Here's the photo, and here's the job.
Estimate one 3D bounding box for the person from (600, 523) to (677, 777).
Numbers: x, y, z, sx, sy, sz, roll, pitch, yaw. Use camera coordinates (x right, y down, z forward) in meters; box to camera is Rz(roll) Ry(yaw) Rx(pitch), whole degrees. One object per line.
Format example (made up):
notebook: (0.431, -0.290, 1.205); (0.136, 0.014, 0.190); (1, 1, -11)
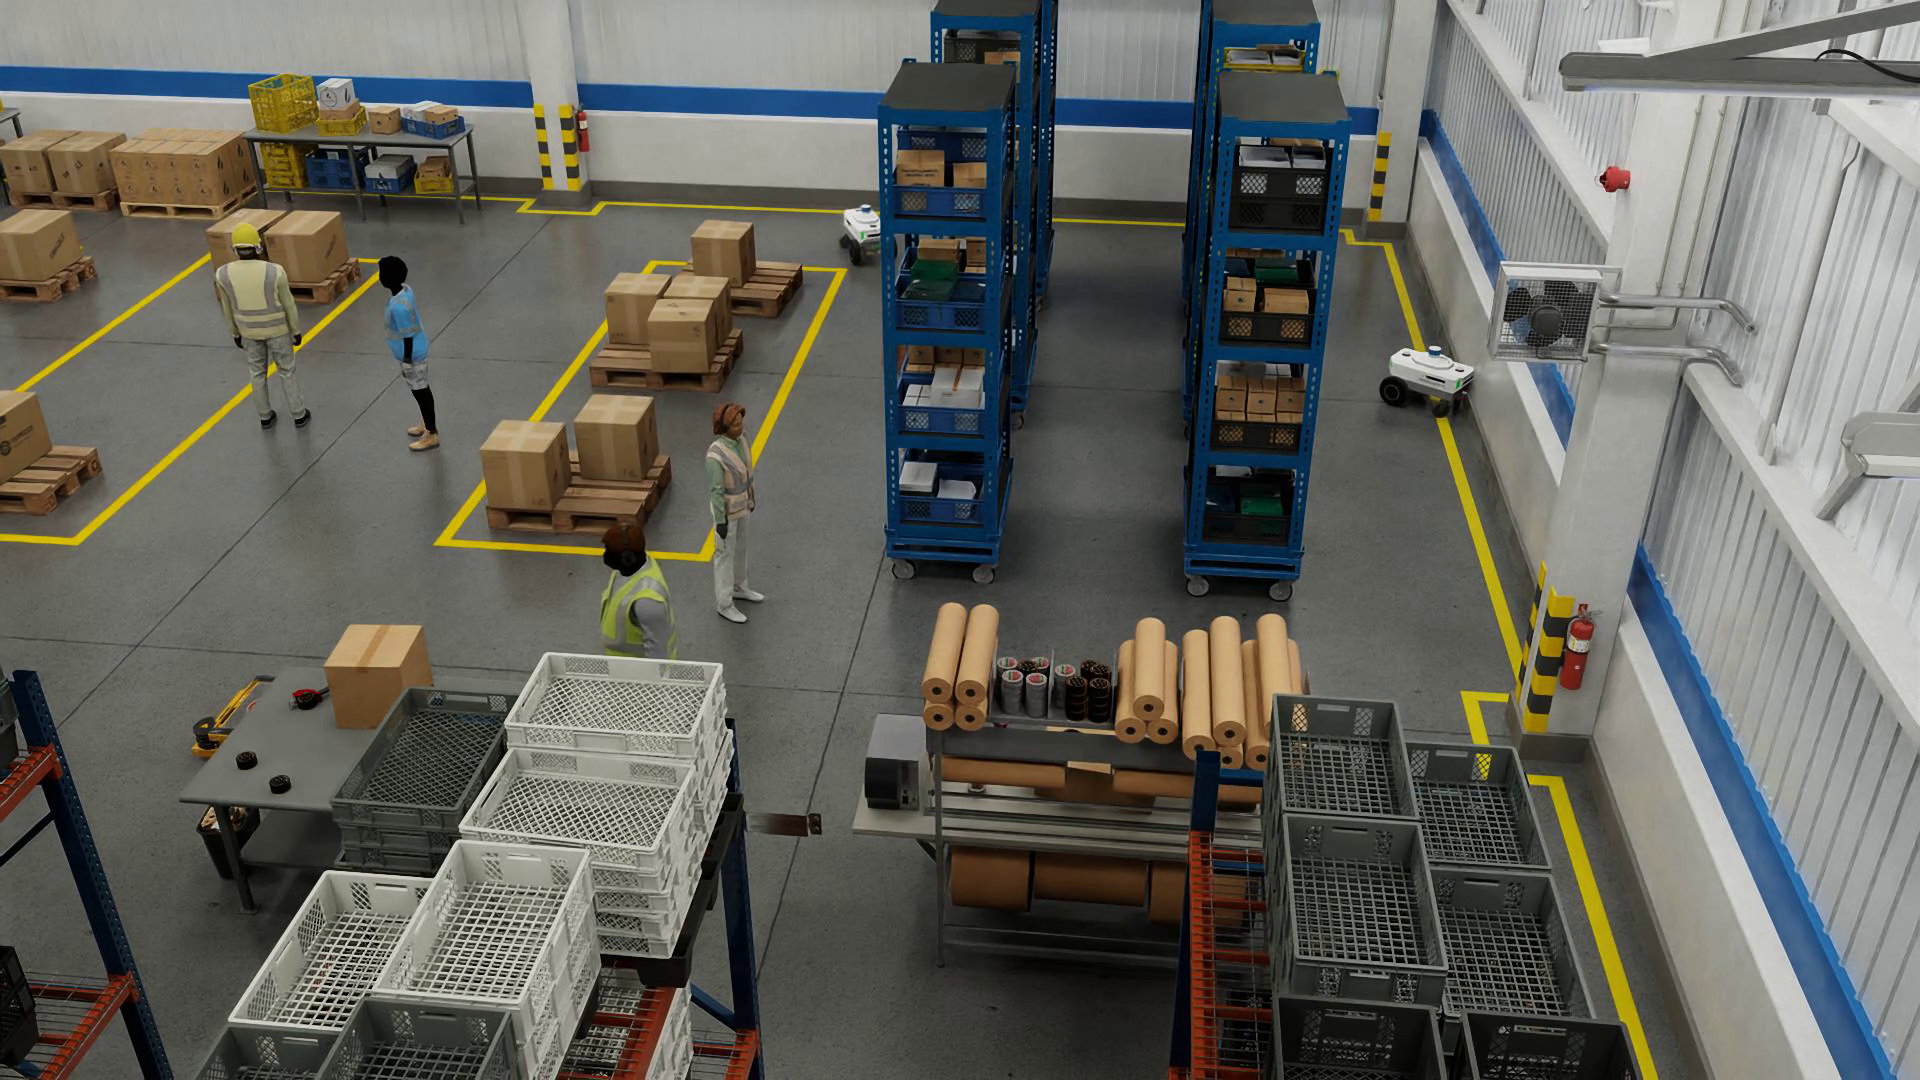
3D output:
person: (-1.894, 0.716, 9.871); (0.429, 1.841, 0.639); (-11, 32, -17)

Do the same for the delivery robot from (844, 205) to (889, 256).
delivery robot: (-1.018, -3.412, 18.131); (0.477, 0.478, 0.707); (-10, 31, -17)

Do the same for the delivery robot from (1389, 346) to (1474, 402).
delivery robot: (4.206, -1.491, 14.836); (0.707, 0.478, 0.477); (23, 37, 34)

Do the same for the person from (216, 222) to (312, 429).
person: (-5.951, -1.820, 14.242); (0.596, 1.823, 0.403); (-2, 30, -4)

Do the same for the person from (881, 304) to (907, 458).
person: (-0.315, -1.359, 13.300); (0.621, 1.980, 0.410); (-8, 31, -13)

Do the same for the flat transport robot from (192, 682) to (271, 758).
flat transport robot: (-4.089, 1.163, 10.648); (1.431, 0.197, 0.652); (3, 30, 6)

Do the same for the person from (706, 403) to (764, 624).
person: (-1.590, -0.214, 11.663); (0.310, 1.637, 0.523); (9, 31, 15)

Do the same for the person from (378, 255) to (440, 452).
person: (-4.615, -1.570, 13.933); (0.321, 1.697, 0.530); (-7, 31, -13)
